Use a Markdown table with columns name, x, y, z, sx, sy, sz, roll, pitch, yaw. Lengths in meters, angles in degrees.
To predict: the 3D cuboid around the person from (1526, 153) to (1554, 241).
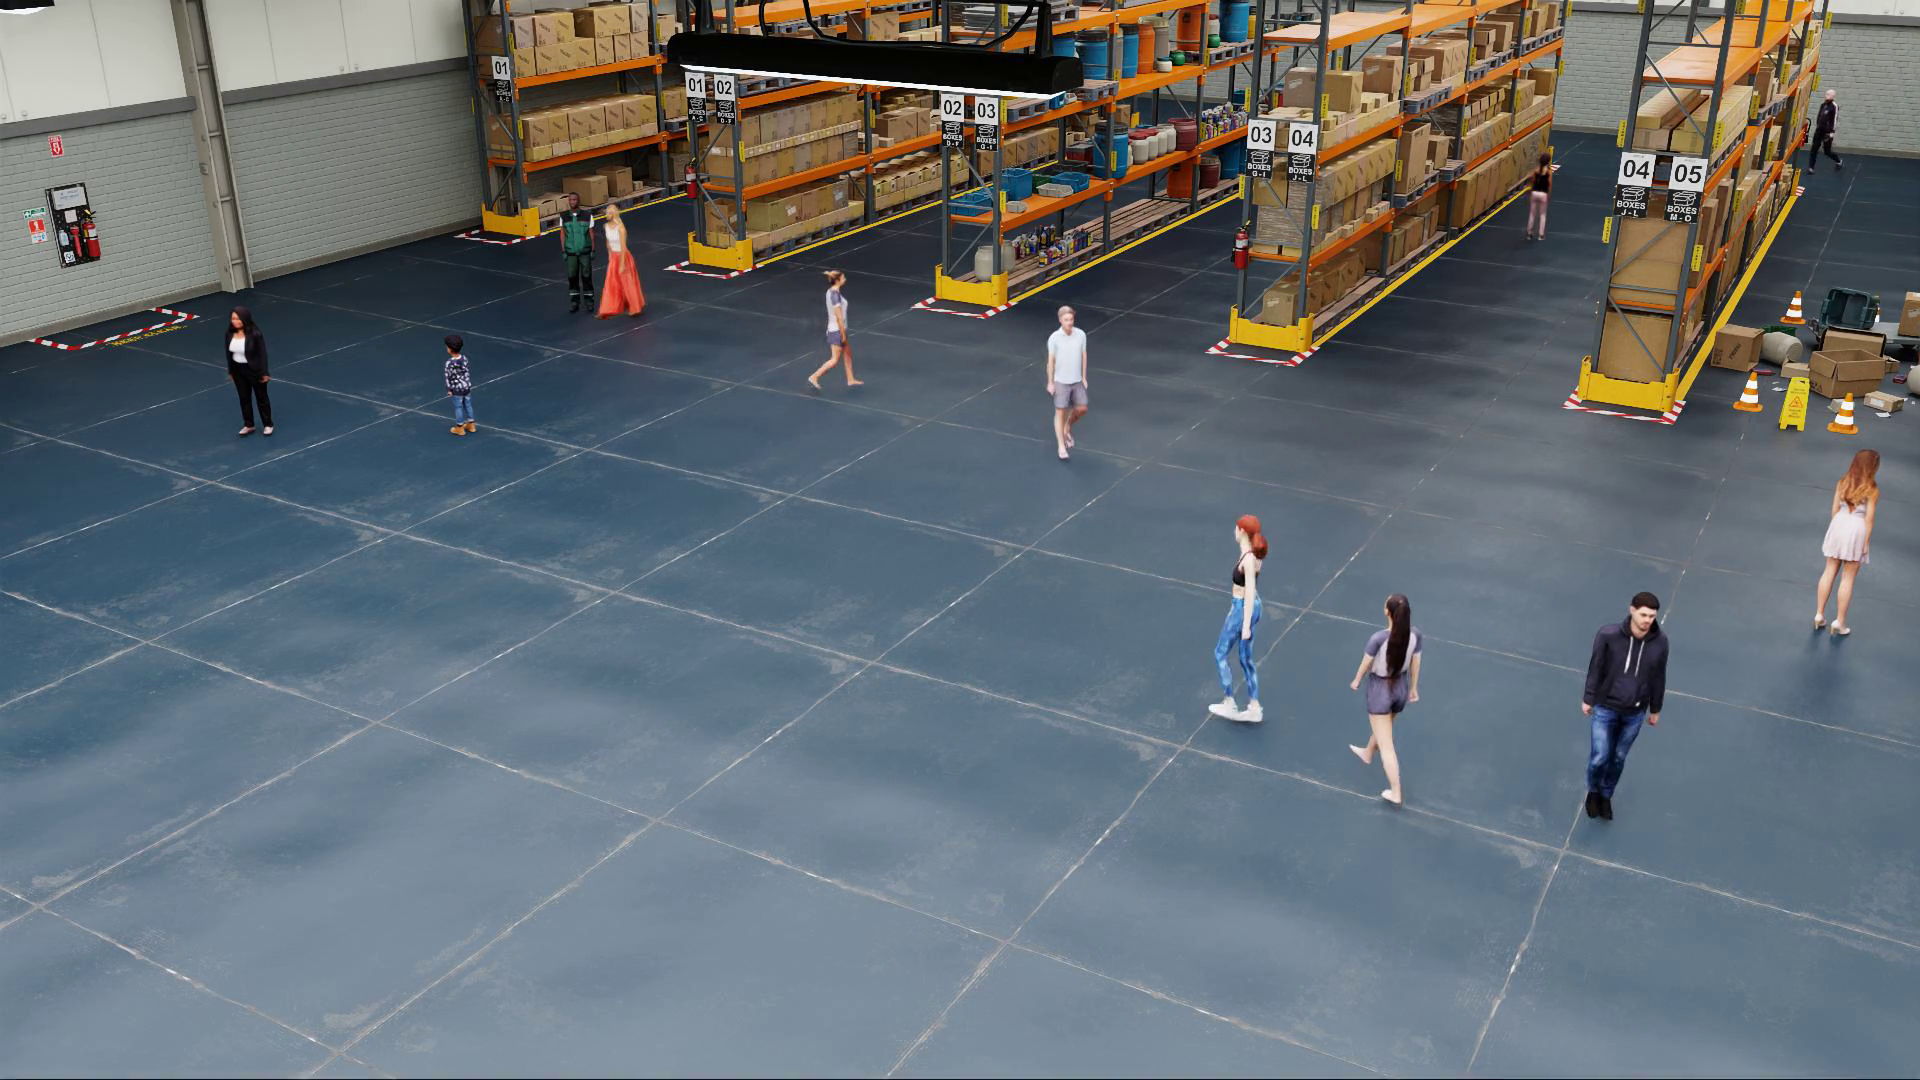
| name | x | y | z | sx | sy | sz | roll | pitch | yaw |
| --- | --- | --- | --- | --- | --- | --- | --- | --- | --- |
| person | 10.478 | -6.215 | 30.119 | 0.529 | 1.556 | 0.557 | 14 | 27 | 30 |

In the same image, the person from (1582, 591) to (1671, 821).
| name | x | y | z | sx | sy | sz | roll | pitch | yaw |
| --- | --- | --- | --- | --- | --- | --- | --- | --- | --- |
| person | 4.869 | 1.183 | 12.315 | 0.781 | 1.875 | 0.765 | 4 | 23 | 9 |

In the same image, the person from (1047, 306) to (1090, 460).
| name | x | y | z | sx | sy | sz | roll | pitch | yaw |
| --- | --- | --- | --- | --- | --- | --- | --- | --- | --- |
| person | 1.239 | -1.893 | 19.620 | 0.844 | 1.820 | 0.905 | -7 | 24 | -15 |

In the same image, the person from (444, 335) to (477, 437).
| name | x | y | z | sx | sy | sz | roll | pitch | yaw |
| --- | --- | --- | --- | --- | --- | --- | --- | --- | --- |
| person | -6.138 | -1.909 | 20.383 | 0.573 | 1.252 | 0.459 | 17 | 28 | 34 |

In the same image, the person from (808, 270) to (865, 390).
| name | x | y | z | sx | sy | sz | roll | pitch | yaw |
| --- | --- | --- | --- | --- | --- | --- | --- | --- | --- |
| person | -1.680 | -2.737 | 21.890 | 1.016 | 1.597 | 0.994 | -4 | 23 | -10 |

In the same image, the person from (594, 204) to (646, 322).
| name | x | y | z | sx | sy | sz | roll | pitch | yaw |
| --- | --- | --- | --- | --- | --- | --- | --- | --- | --- |
| person | -5.060 | -4.187 | 25.108 | 0.686 | 1.747 | 1.222 | 16 | 28 | 33 |

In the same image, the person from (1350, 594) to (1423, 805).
| name | x | y | z | sx | sy | sz | roll | pitch | yaw |
| --- | --- | --- | --- | --- | --- | --- | --- | --- | --- |
| person | 3.273 | 1.230 | 12.554 | 1.062 | 1.602 | 1.077 | -8 | 24 | -18 |

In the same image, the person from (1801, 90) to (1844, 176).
| name | x | y | z | sx | sy | sz | roll | pitch | yaw |
| --- | --- | --- | --- | --- | --- | --- | --- | --- | --- |
| person | 18.644 | -8.722 | 35.688 | 1.163 | 1.812 | 1.129 | -5 | 23 | -11 |

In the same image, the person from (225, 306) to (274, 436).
| name | x | y | z | sx | sy | sz | roll | pitch | yaw |
| --- | --- | --- | --- | --- | --- | --- | --- | --- | --- |
| person | -8.675 | -2.070 | 20.295 | 0.760 | 1.616 | 0.788 | 0 | 23 | 0 |

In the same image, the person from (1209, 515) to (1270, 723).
| name | x | y | z | sx | sy | sz | roll | pitch | yaw |
| --- | --- | --- | --- | --- | --- | --- | --- | --- | --- |
| person | 2.374 | 0.688 | 13.635 | 0.768 | 1.753 | 0.653 | 2 | 23 | 6 |

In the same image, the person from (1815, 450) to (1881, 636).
| name | x | y | z | sx | sy | sz | roll | pitch | yaw |
| --- | --- | --- | --- | --- | --- | --- | --- | --- | --- |
| person | 8.104 | 0.016 | 15.195 | 0.711 | 1.769 | 0.670 | -13 | 26 | -29 |

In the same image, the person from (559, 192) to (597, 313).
| name | x | y | z | sx | sy | sz | roll | pitch | yaw |
| --- | --- | --- | --- | --- | --- | --- | --- | --- | --- |
| person | -5.869 | -4.433 | 25.567 | 0.786 | 1.840 | 0.819 | -3 | 23 | -7 |
